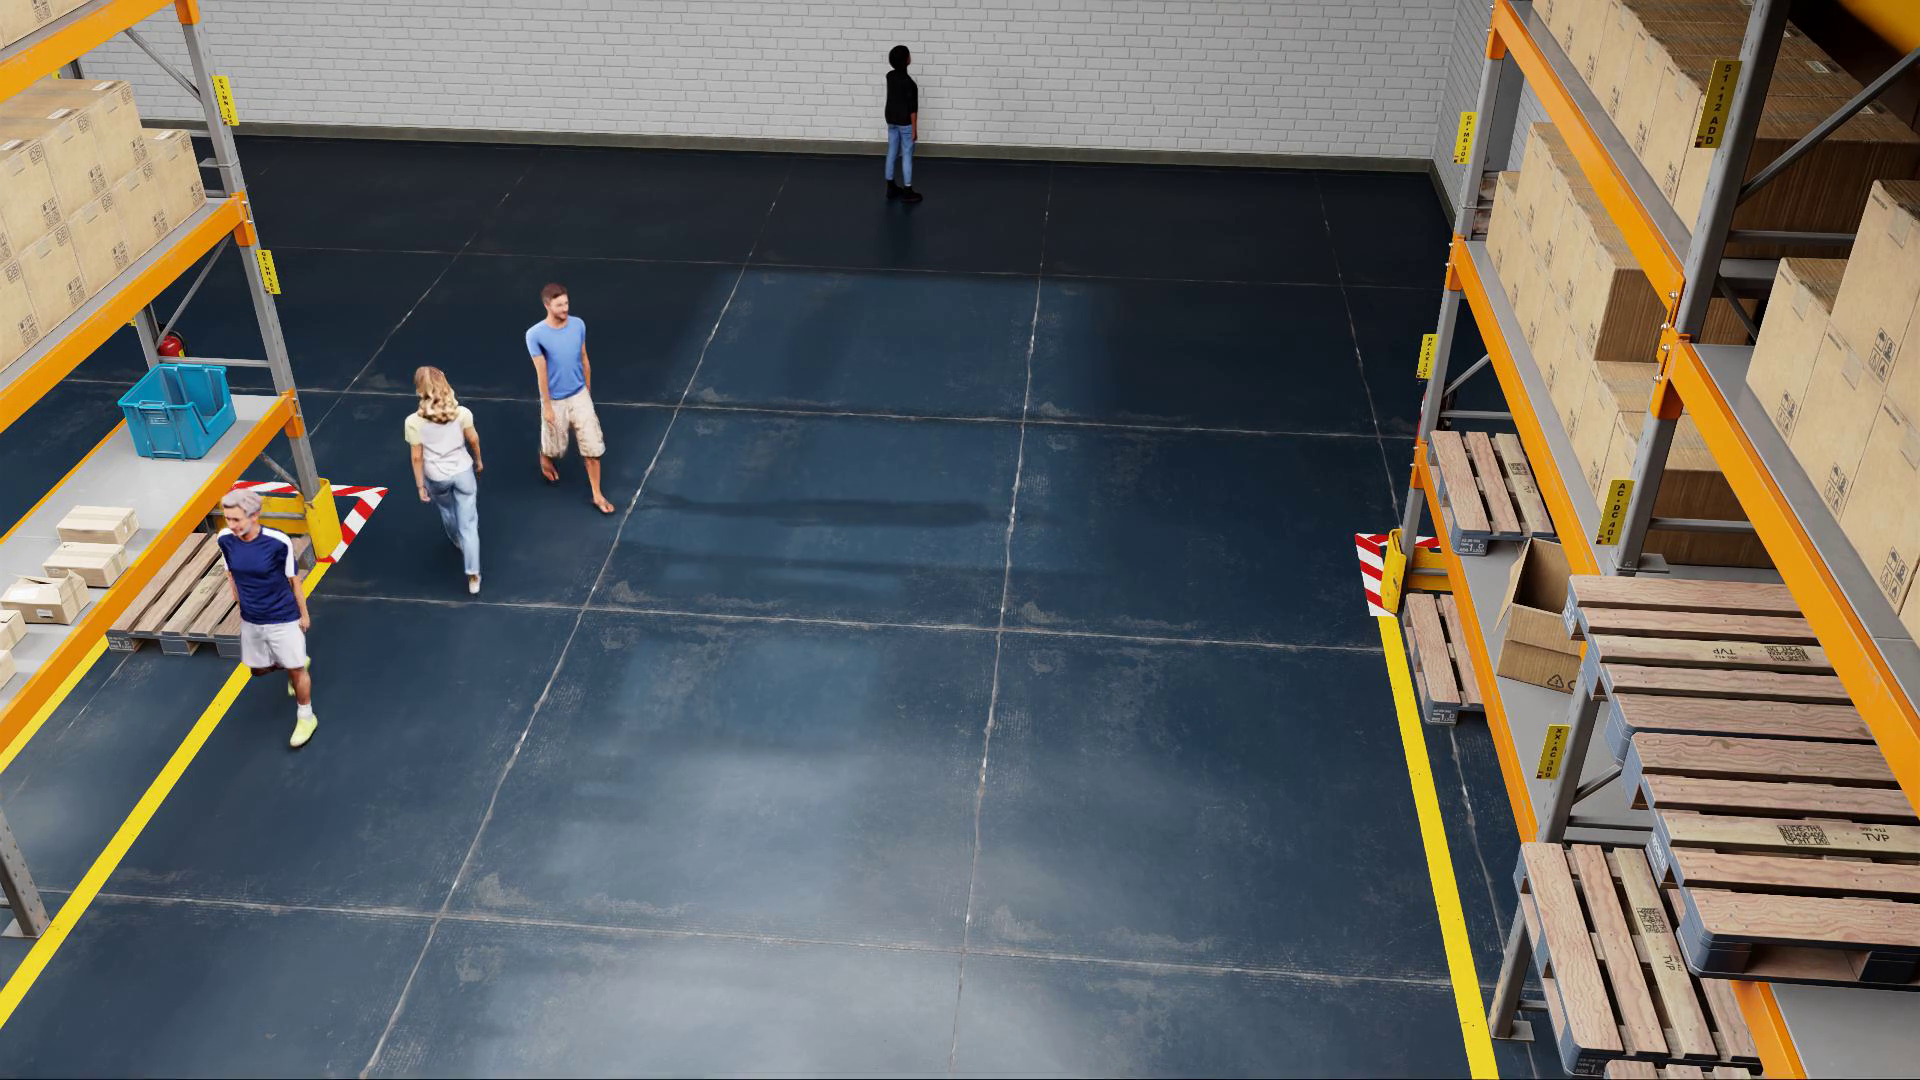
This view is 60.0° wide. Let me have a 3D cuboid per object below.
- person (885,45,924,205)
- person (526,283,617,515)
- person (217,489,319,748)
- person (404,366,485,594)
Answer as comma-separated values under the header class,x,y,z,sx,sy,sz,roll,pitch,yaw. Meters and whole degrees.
class,x,y,z,sx,sy,sz,roll,pitch,yaw
person,-0.638,-4.473,17.897,0.654,1.701,0.692,25,41,32
person,-3.072,-1.119,12.729,1.065,1.837,1.185,-21,39,-29
person,-4.280,0.416,10.432,0.630,1.823,0.842,2,34,3
person,-3.579,-0.384,11.757,0.965,1.689,1.179,-11,35,-16
